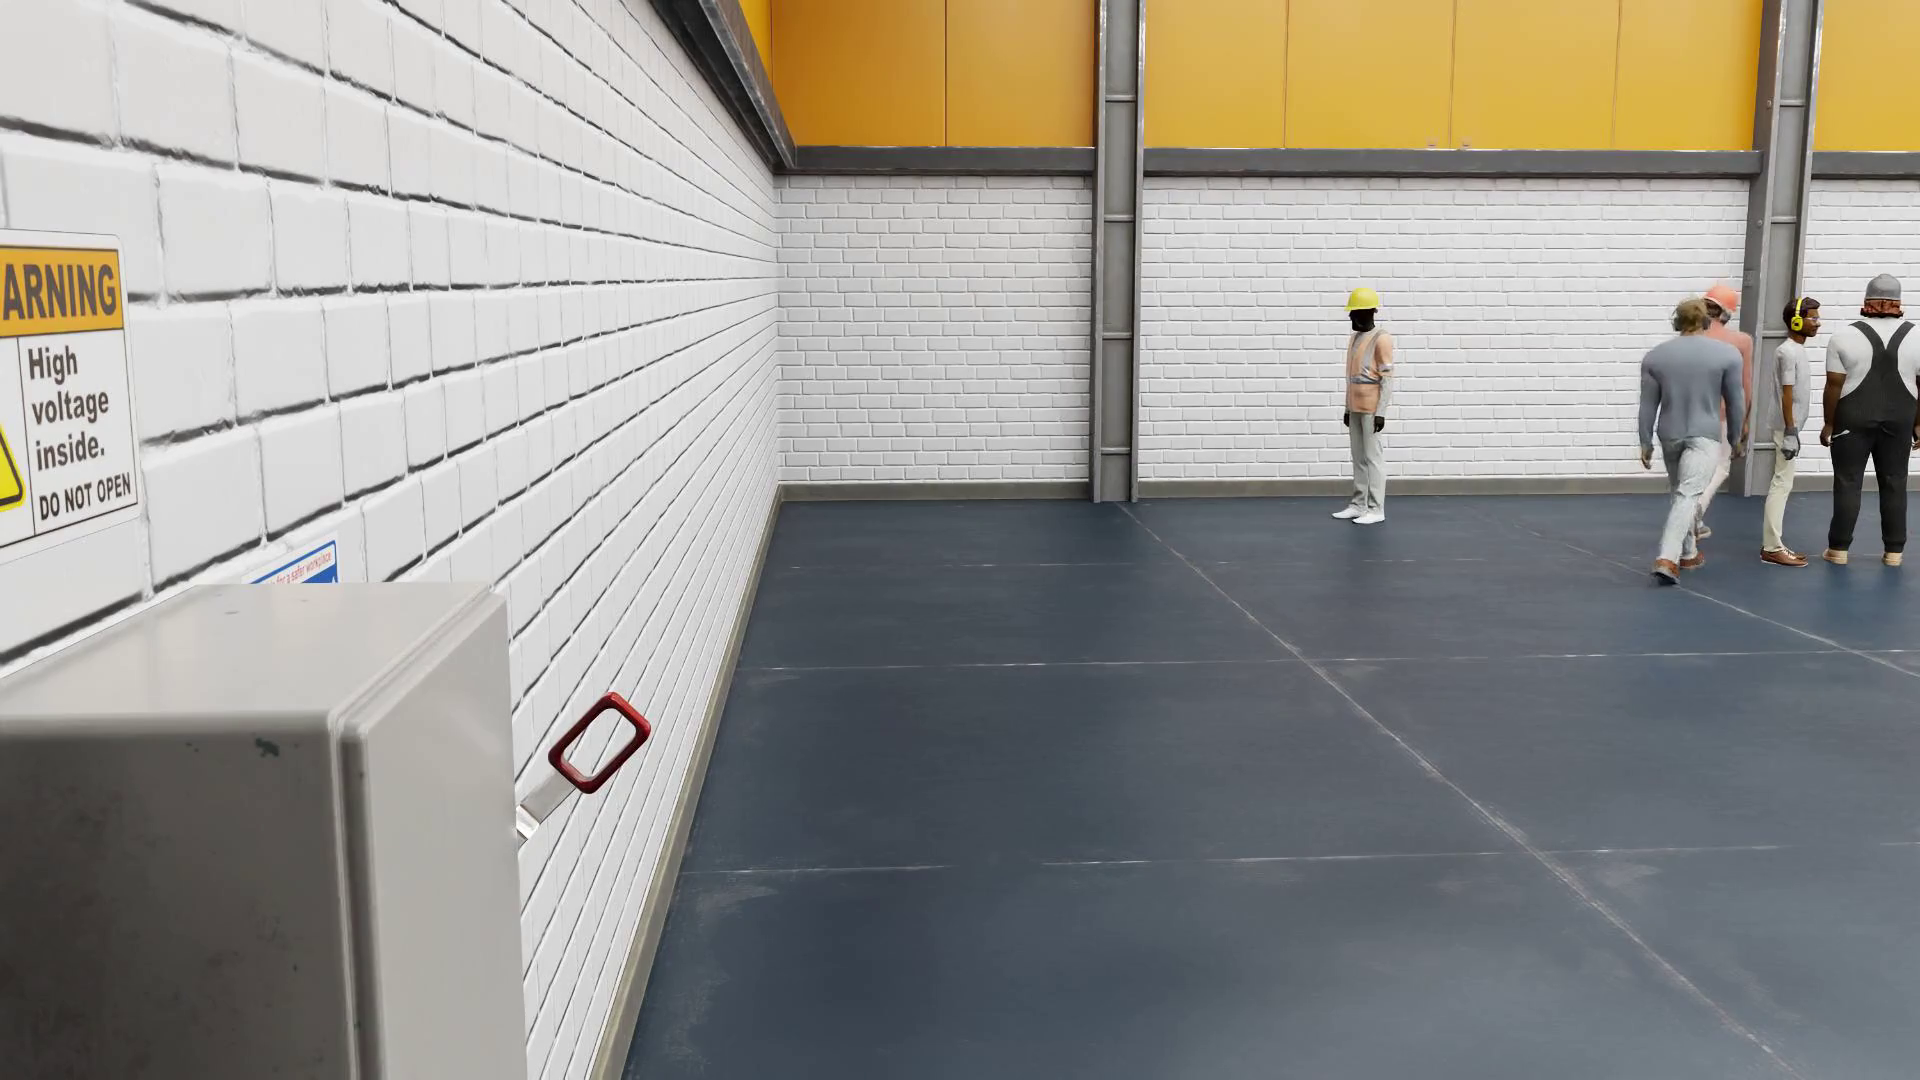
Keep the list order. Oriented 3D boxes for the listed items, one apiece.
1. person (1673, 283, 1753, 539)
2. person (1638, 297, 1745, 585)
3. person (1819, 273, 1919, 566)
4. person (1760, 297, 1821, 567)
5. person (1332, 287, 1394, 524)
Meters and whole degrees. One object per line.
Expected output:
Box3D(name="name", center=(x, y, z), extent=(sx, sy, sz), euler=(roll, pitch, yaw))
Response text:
Box3D(name="person", center=(5.585, -0.939, 12.494), extent=(0.625, 1.965, 0.744), euler=(8, 12, 40))
Box3D(name="person", center=(4.811, -0.664, 11.051), extent=(0.636, 1.888, 1.039), euler=(8, 12, 42))
Box3D(name="person", center=(6.389, -0.845, 11.665), extent=(0.688, 2.000, 0.536), euler=(3, 9, 15))
Box3D(name="person", center=(5.830, -0.752, 11.653), extent=(0.328, 1.861, 0.514), euler=(4, 10, 26))
Box3D(name="person", center=(3.293, -1.090, 13.566), extent=(0.381, 1.923, 0.592), euler=(-2, 9, -15))
